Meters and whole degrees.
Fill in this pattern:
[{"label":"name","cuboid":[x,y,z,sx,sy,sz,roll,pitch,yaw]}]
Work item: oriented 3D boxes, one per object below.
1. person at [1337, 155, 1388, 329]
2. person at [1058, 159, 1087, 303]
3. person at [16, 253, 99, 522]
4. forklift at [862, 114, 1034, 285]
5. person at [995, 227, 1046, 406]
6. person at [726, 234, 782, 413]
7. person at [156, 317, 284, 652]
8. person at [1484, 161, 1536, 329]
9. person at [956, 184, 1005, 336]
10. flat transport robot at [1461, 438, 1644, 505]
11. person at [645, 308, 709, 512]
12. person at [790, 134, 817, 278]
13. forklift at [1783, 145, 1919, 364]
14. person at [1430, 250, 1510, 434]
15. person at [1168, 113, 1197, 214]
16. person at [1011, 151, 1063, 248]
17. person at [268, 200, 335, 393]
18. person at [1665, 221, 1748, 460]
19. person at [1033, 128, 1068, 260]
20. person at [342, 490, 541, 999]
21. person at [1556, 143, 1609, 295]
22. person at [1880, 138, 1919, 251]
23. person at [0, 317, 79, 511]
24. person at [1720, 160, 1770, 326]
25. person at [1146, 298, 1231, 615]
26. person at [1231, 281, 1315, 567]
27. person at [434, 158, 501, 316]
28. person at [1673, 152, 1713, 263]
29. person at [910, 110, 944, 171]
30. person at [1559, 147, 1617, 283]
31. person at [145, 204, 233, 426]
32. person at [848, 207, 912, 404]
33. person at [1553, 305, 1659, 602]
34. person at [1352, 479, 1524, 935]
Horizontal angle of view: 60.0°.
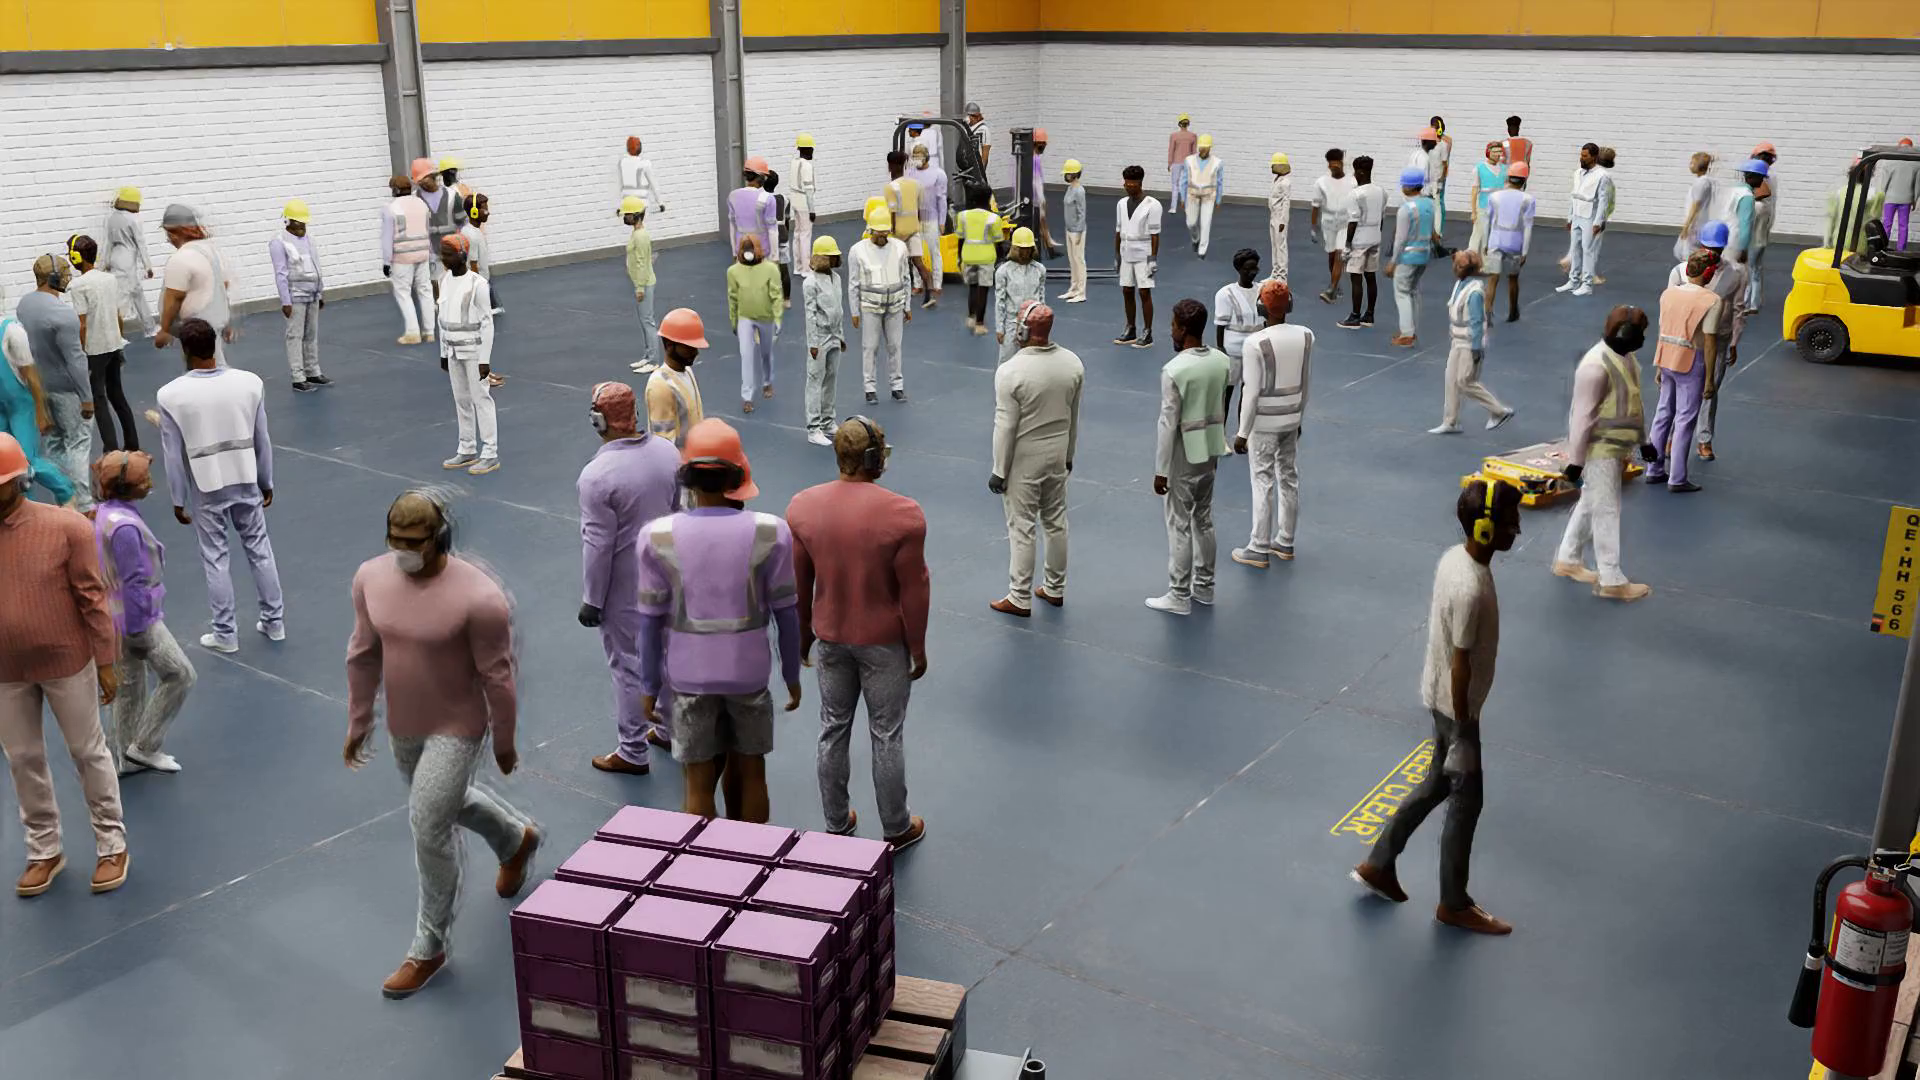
[{"label":"person","cuboid":[4.593,-3.398,19.017,0.608,1.958,0.389,-12,21,-34]},{"label":"person","cuboid":[1.413,-3.848,20.741,0.329,1.765,0.527,-4,18,-12]},{"label":"person","cuboid":[-6.341,-1.059,11.755,0.639,1.928,0.374,12,21,33]},{"label":"forklift","cuboid":[-0.171,-4.594,22.377,2.313,2.155,1.214,1,18,3]},{"label":"person","cuboid":[0.542,-1.865,14.571,0.492,1.742,0.321,-8,19,-24]},{"label":"person","cuboid":[-1.885,-2.030,15.326,0.499,1.594,0.846,-1,18,-4]},{"label":"person","cuboid":[-4.170,-0.306,9.432,0.388,1.910,0.586,17,24,42]},{"label":"person","cuboid":[6.292,-3.391,19.132,0.562,1.888,1.011,9,20,26]},{"label":"person","cuboid":[0.259,-3.142,18.658,0.560,1.678,0.531,8,19,23]},{"label":"flat transport robot","cuboid":[4.588,-0.546,12.825,1.431,0.197,0.652,-13,22,-35]},{"label":"person","cuboid":[-1.602,-0.383,9.639,0.385,1.928,0.547,2,18,6]},{"label":"person","cuboid":[-2.115,-4.554,22.682,0.382,1.928,0.587,-9,20,-25]},{"label":"forklift","cuboid":[9.803,-2.879,17.013,2.313,2.155,1.214,12,21,33]},{"label":"person","cuboid":[4.390,-1.669,14.161,0.552,1.613,0.558,-1,18,-2]},{"label":"person","cuboid":[3.972,-6.737,29.790,0.532,1.758,0.344,-3,18,-9]},{"label":"person","cuboid":[1.107,-5.276,25.291,0.922,1.718,0.537,-3,18,-10]},{"label":"person","cuboid":[-6.298,-2.339,15.932,0.404,1.819,0.591,4,18,13]},{"label":"person","cuboid":[5.986,-1.607,13.451,0.610,1.943,0.411,4,18,13]},{"label":"person","cuboid":[1.182,-4.963,24.009,0.940,1.894,0.573,0,18,-1]},{"label":"person","cuboid":[-1.939,0.683,6.360,0.637,1.904,0.963,8,19,22]},{"label":"person","cuboid":[8.020,-4.110,21.310,0.374,1.917,0.597,-6,19,-17]},{"label":"person","cuboid":[13.706,-4.981,24.315,0.562,1.742,0.338,4,18,12]},{"label":"person","cuboid":[-6.473,-0.899,11.413,0.541,1.828,0.500,5,18,16]},{"label":"person","cuboid":[8.892,-3.367,19.002,0.642,1.898,0.716,6,19,18]},{"label":"person","cuboid":[1.394,-0.491,10.003,0.386,1.913,0.601,16,24,41]},{"label":"person","cuboid":[2.035,-0.754,10.869,0.573,1.884,0.359,-11,21,-31]},{"label":"person","cuboid":[-5.953,-3.573,19.732,0.963,1.856,0.709,0,18,1]},{"label":"person","cuboid":[9.260,-3.980,21.047,0.402,1.830,0.511,7,19,21]},{"label":"person","cuboid":[-0.617,-6.255,28.039,0.649,1.901,0.644,-6,19,-18]},{"label":"person","cuboid":[8.411,-4.305,22.094,0.540,1.814,0.625,3,18,9]},{"label":"person","cuboid":[-6.551,-1.849,14.039,1.019,2.000,0.700,-1,18,-4]},{"label":"person","cuboid":[-0.727,-2.164,15.386,0.602,1.821,0.403,-7,19,-20]},{"label":"person","cuboid":[4.101,-0.549,10.363,0.739,1.799,0.635,12,21,33]},{"label":"person","cuboid":[1.938,0.656,6.554,0.520,1.895,0.567,4,18,11]}]
